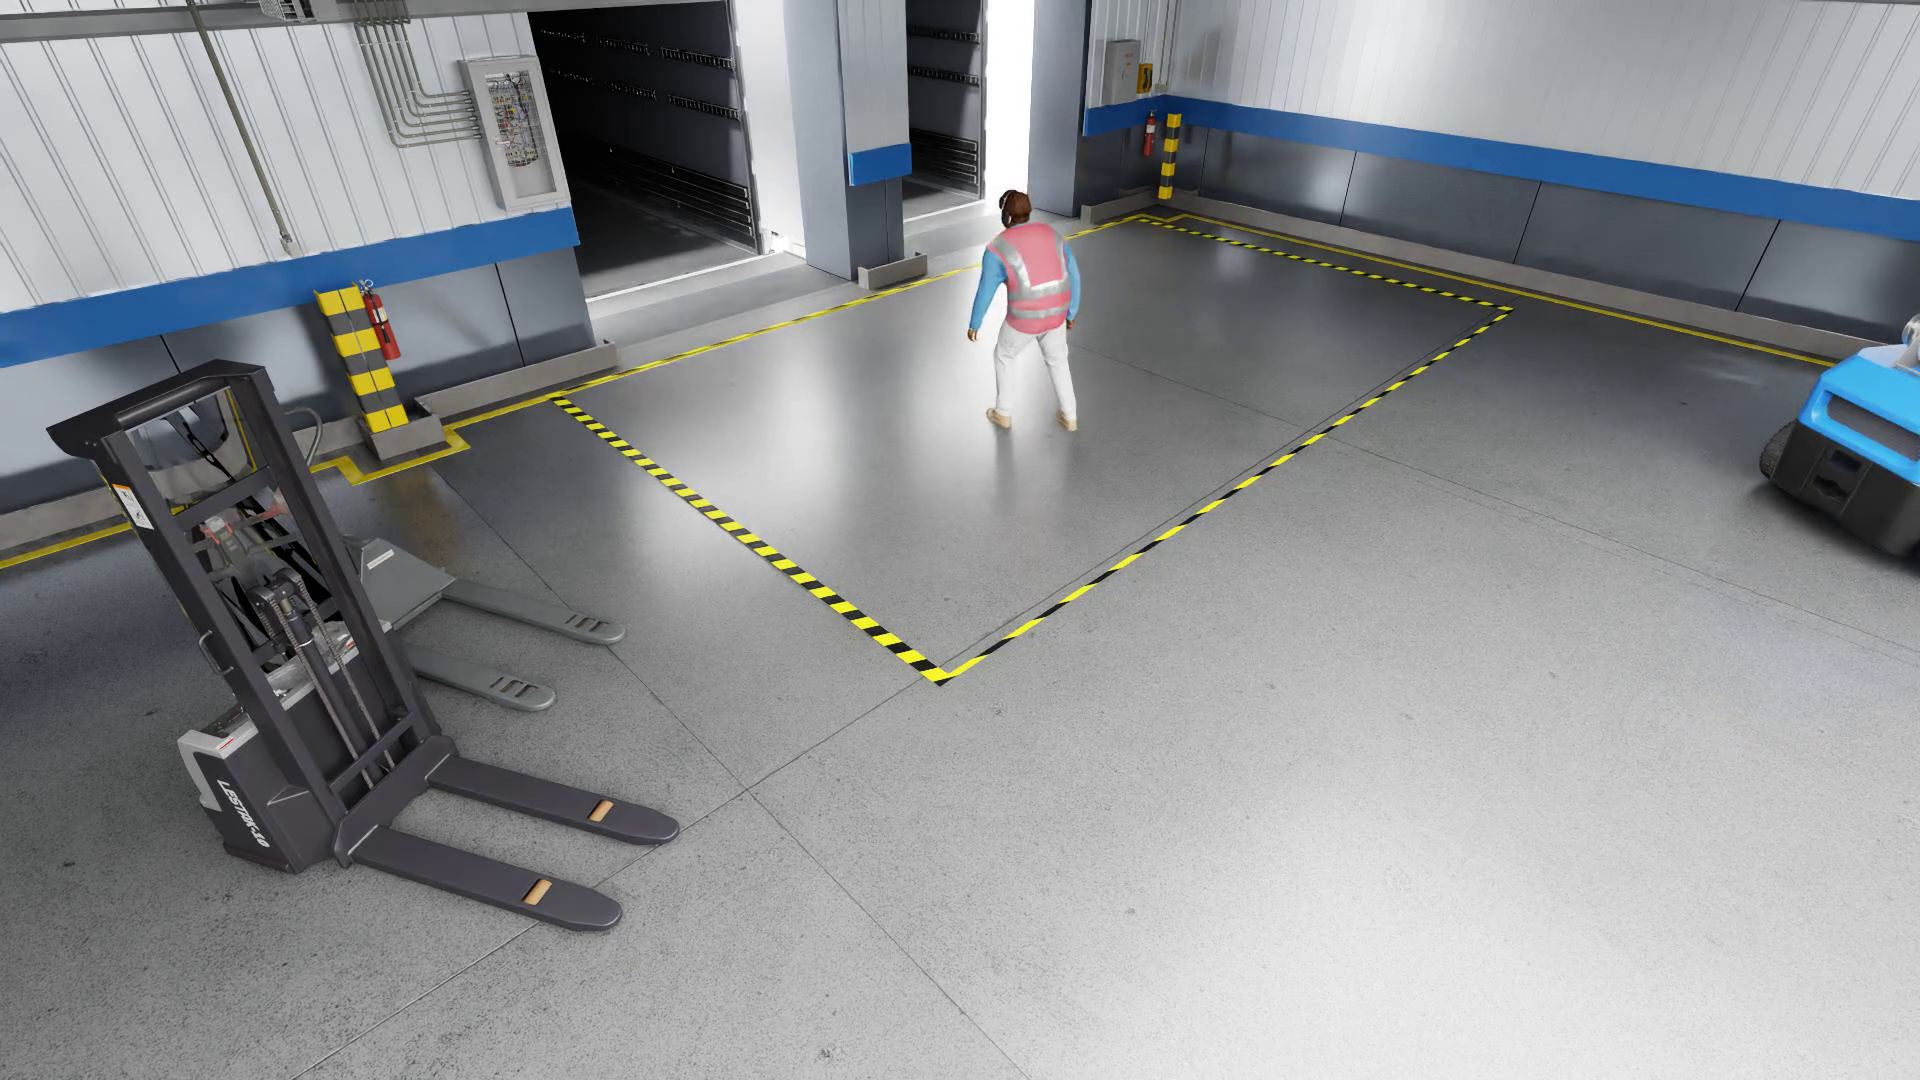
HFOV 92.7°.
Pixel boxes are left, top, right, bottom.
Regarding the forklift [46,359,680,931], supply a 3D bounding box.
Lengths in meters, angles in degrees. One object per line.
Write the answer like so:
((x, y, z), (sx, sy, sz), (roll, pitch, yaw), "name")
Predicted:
((-2.135, 0.422, 3.354), (1.885, 1.965, 0.823), (10, 35, 14), "forklift")

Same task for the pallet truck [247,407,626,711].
((-2.628, 0.038, 4.590), (1.601, 1.201, 0.680), (12, 36, 18), "pallet truck")

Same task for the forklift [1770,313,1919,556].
((6.577, -1.045, 5.194), (2.680, 2.036, 1.157), (-3, 34, -5), "forklift")

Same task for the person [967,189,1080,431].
((0.500, -1.609, 6.612), (0.809, 1.701, 0.621), (-14, 37, -20), "person")
